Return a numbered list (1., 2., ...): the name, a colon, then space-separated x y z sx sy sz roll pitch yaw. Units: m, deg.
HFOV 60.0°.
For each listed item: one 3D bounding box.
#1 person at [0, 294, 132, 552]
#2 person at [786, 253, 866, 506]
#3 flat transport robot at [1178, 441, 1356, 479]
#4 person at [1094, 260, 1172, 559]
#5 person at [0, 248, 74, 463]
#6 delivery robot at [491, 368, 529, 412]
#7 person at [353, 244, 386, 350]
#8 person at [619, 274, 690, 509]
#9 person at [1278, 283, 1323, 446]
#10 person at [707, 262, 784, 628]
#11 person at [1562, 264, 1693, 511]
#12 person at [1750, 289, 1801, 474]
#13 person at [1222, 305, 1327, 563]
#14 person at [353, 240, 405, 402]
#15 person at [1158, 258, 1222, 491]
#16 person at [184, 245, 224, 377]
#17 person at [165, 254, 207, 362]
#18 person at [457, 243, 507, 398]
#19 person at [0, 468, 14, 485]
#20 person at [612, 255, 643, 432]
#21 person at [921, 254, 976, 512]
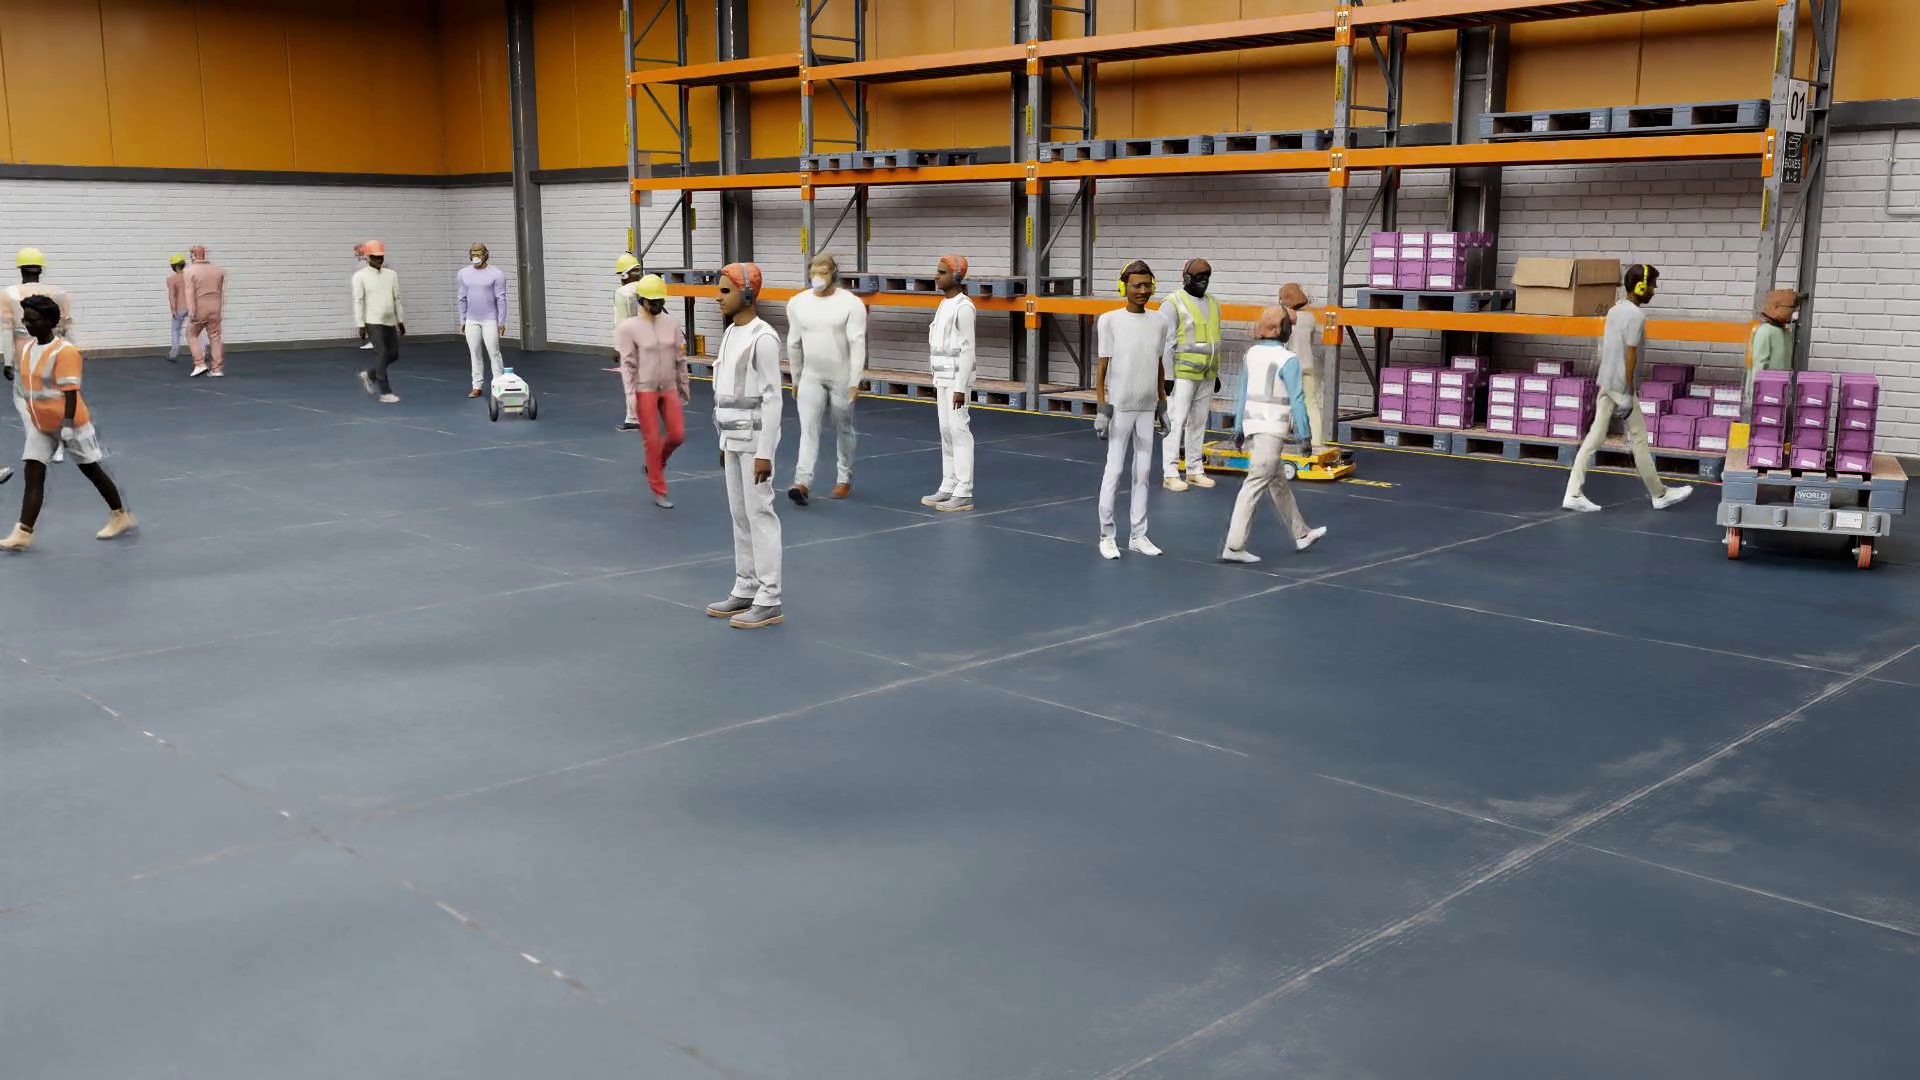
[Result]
1. person: -5.843 -0.766 10.789 0.537 1.647 0.924 5 12 26
2. person: -1.027 -1.193 12.462 0.640 1.879 1.039 2 11 13
3. flat transport robot: 2.574 -0.692 14.146 1.431 0.197 0.652 6 12 28
4. person: 1.092 -0.816 10.463 0.535 1.868 0.309 -4 11 -23
5. person: -8.202 -1.631 14.788 0.477 1.907 0.624 9 14 41
6. delivery robot: -4.981 -1.662 18.403 0.477 0.478 0.707 -4 11 -20
7. person: -10.490 -4.342 29.706 0.396 1.873 0.752 6 12 31
8. person: -2.281 -1.106 12.387 0.564 1.735 0.538 -8 13 -37
9. person: 3.029 -1.540 15.185 0.506 1.580 0.896 -6 12 -28
10. person: -1.114 -0.491 8.652 0.350 1.882 0.583 -6 12 -29
11. person: 4.897 -1.101 12.183 0.991 1.807 0.549 -1 10 -8
12. person: 6.088 -1.068 12.483 0.513 1.617 0.376 -9 13 -39
13. person: 1.992 -0.656 10.349 0.885 1.581 0.549 -4 11 -23
14. person: -7.133 -2.674 20.320 0.726 1.971 0.623 7 12 33
15. person: 1.858 -1.316 13.272 0.632 1.840 0.429 -8 13 -38
16. person: -10.809 -3.262 23.759 0.531 1.885 0.642 7 12 32
17. person: -12.363 -3.680 26.490 0.876 1.724 0.531 8 13 38
18. person: -5.949 -2.730 20.751 0.623 1.932 0.368 2 11 9
19. person: -8.004 -1.321 12.965 1.167 1.954 0.645 0 10 -2
20. person: -3.379 -2.027 17.194 0.403 1.823 0.588 6 12 28
21. person: -0.066 -1.156 12.274 0.355 1.885 0.574 -4 11 -20
